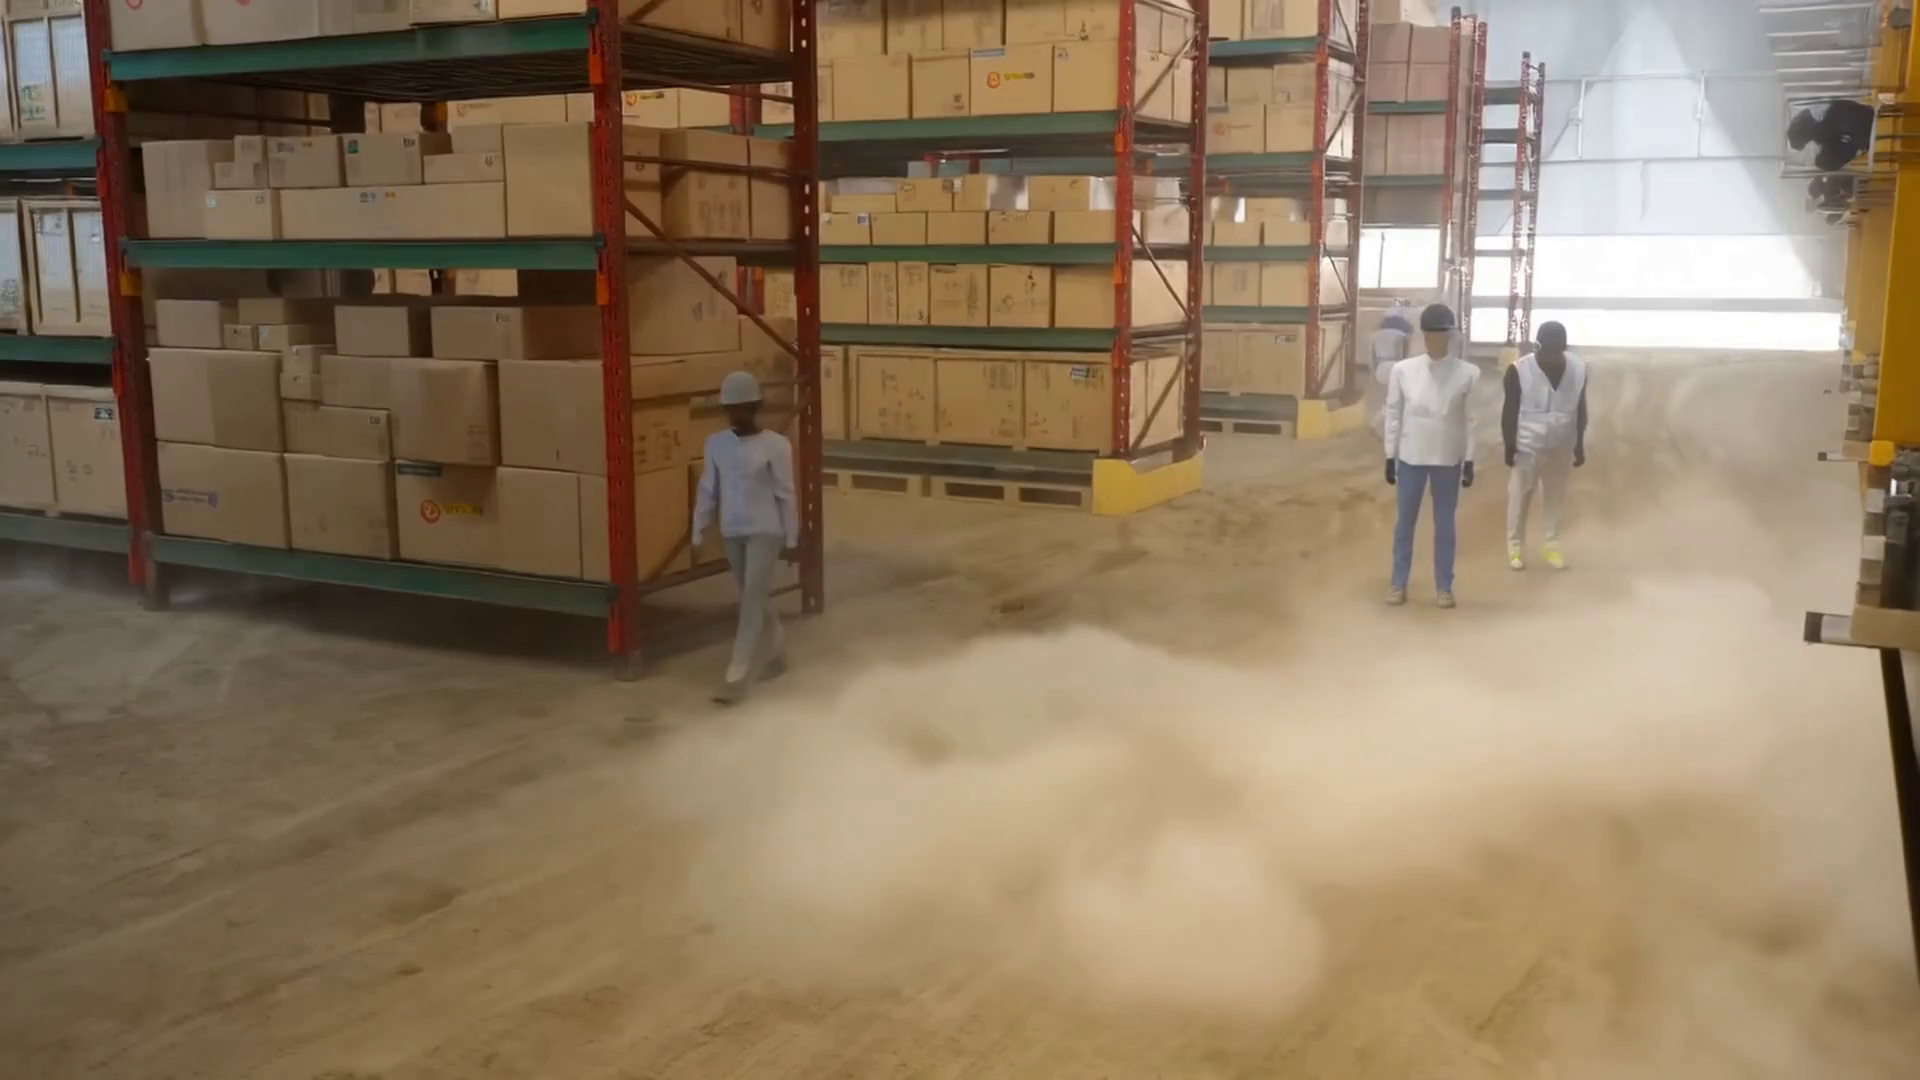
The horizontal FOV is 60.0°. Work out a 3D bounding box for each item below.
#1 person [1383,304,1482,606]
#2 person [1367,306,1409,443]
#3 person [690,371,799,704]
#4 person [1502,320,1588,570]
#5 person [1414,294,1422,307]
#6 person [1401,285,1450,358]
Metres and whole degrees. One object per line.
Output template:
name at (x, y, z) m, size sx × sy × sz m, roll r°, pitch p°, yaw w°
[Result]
person at (3.113, -0.553, 11.011) m, size 0.611 × 1.995 × 0.375 m, roll 2°, pitch 10°, yaw 14°
person at (5.147, -1.984, 20.164) m, size 0.504 × 1.699 × 0.777 m, roll 9°, pitch 13°, yaw 43°
person at (-1.135, -0.031, 8.777) m, size 0.543 × 1.716 × 0.909 m, roll 5°, pitch 11°, yaw 24°
person at (4.307, -0.690, 12.247) m, size 0.621 × 1.845 × 0.429 m, roll 0°, pitch 10°, yaw -1°
person at (7.289, -2.932, 25.616) m, size 0.772 × 1.712 × 0.600 m, roll 3°, pitch 10°, yaw 17°
person at (5.989, -2.320, 21.476) m, size 0.628 × 1.923 × 0.603 m, roll 5°, pitch 11°, yaw 26°
